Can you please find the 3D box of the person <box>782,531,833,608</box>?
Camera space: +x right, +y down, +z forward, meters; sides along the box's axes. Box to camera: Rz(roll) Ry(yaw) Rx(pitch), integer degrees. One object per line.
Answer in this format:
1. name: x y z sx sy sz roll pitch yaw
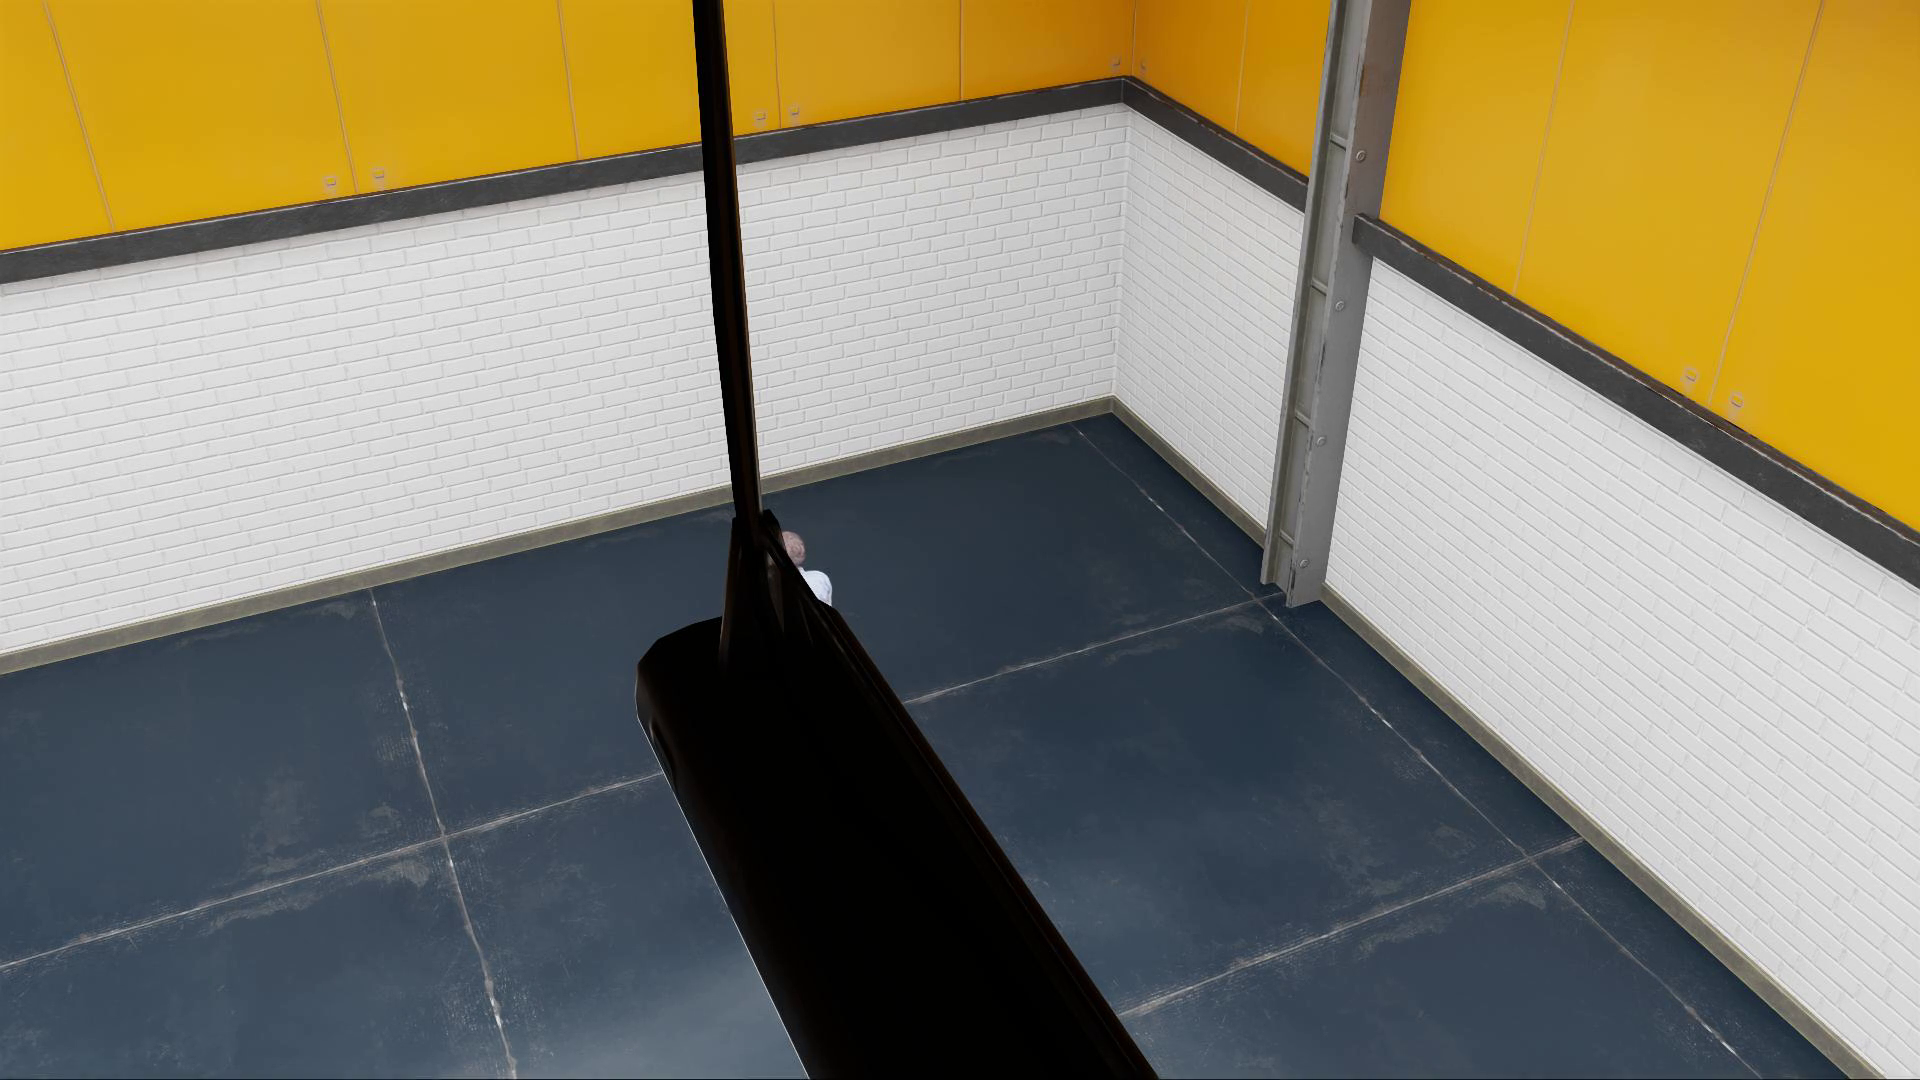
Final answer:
1. person: -1.002 0.744 10.362 0.747 1.827 0.688 -27 42 -34
